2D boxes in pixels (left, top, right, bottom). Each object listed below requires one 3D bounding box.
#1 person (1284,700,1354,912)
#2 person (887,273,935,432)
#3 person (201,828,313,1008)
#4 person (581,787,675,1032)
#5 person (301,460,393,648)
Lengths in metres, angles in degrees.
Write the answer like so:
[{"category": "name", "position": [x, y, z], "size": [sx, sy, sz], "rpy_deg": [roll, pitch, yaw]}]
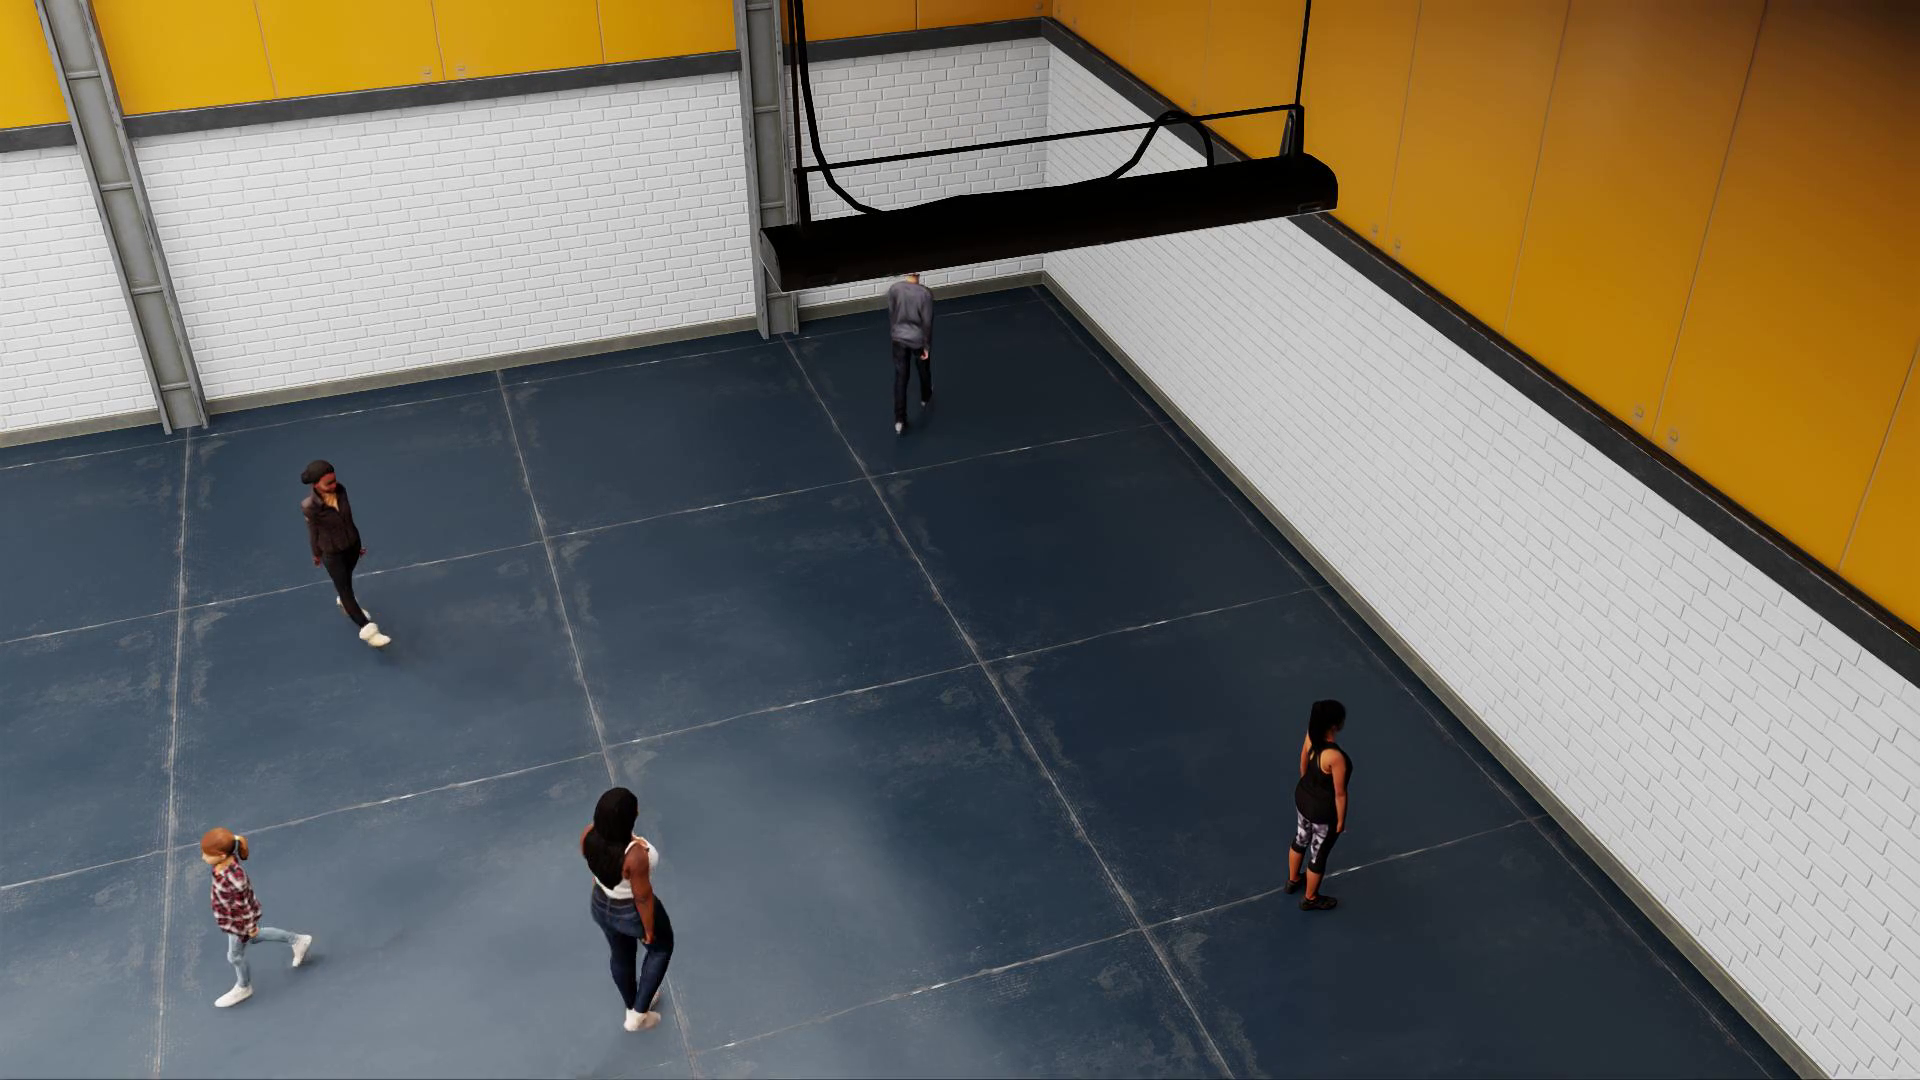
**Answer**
[{"category": "person", "position": [2.298, 1.679, 10.643], "size": [0.520, 1.664, 0.587], "rpy_deg": [-14, 36, -20]}, {"category": "person", "position": [-0.503, -1.871, 15.931], "size": [1.135, 1.724, 1.031], "rpy_deg": [6, 34, 8]}, {"category": "person", "position": [-4.329, 2.245, 10.133], "size": [0.931, 1.287, 0.693], "rpy_deg": [-23, 40, -30]}, {"category": "person", "position": [-2.004, 2.223, 9.709], "size": [0.816, 1.793, 0.877], "rpy_deg": [18, 37, 24]}, {"category": "person", "position": [-4.761, 0.100, 13.046], "size": [1.059, 1.633, 1.023], "rpy_deg": [-5, 34, -7]}]
